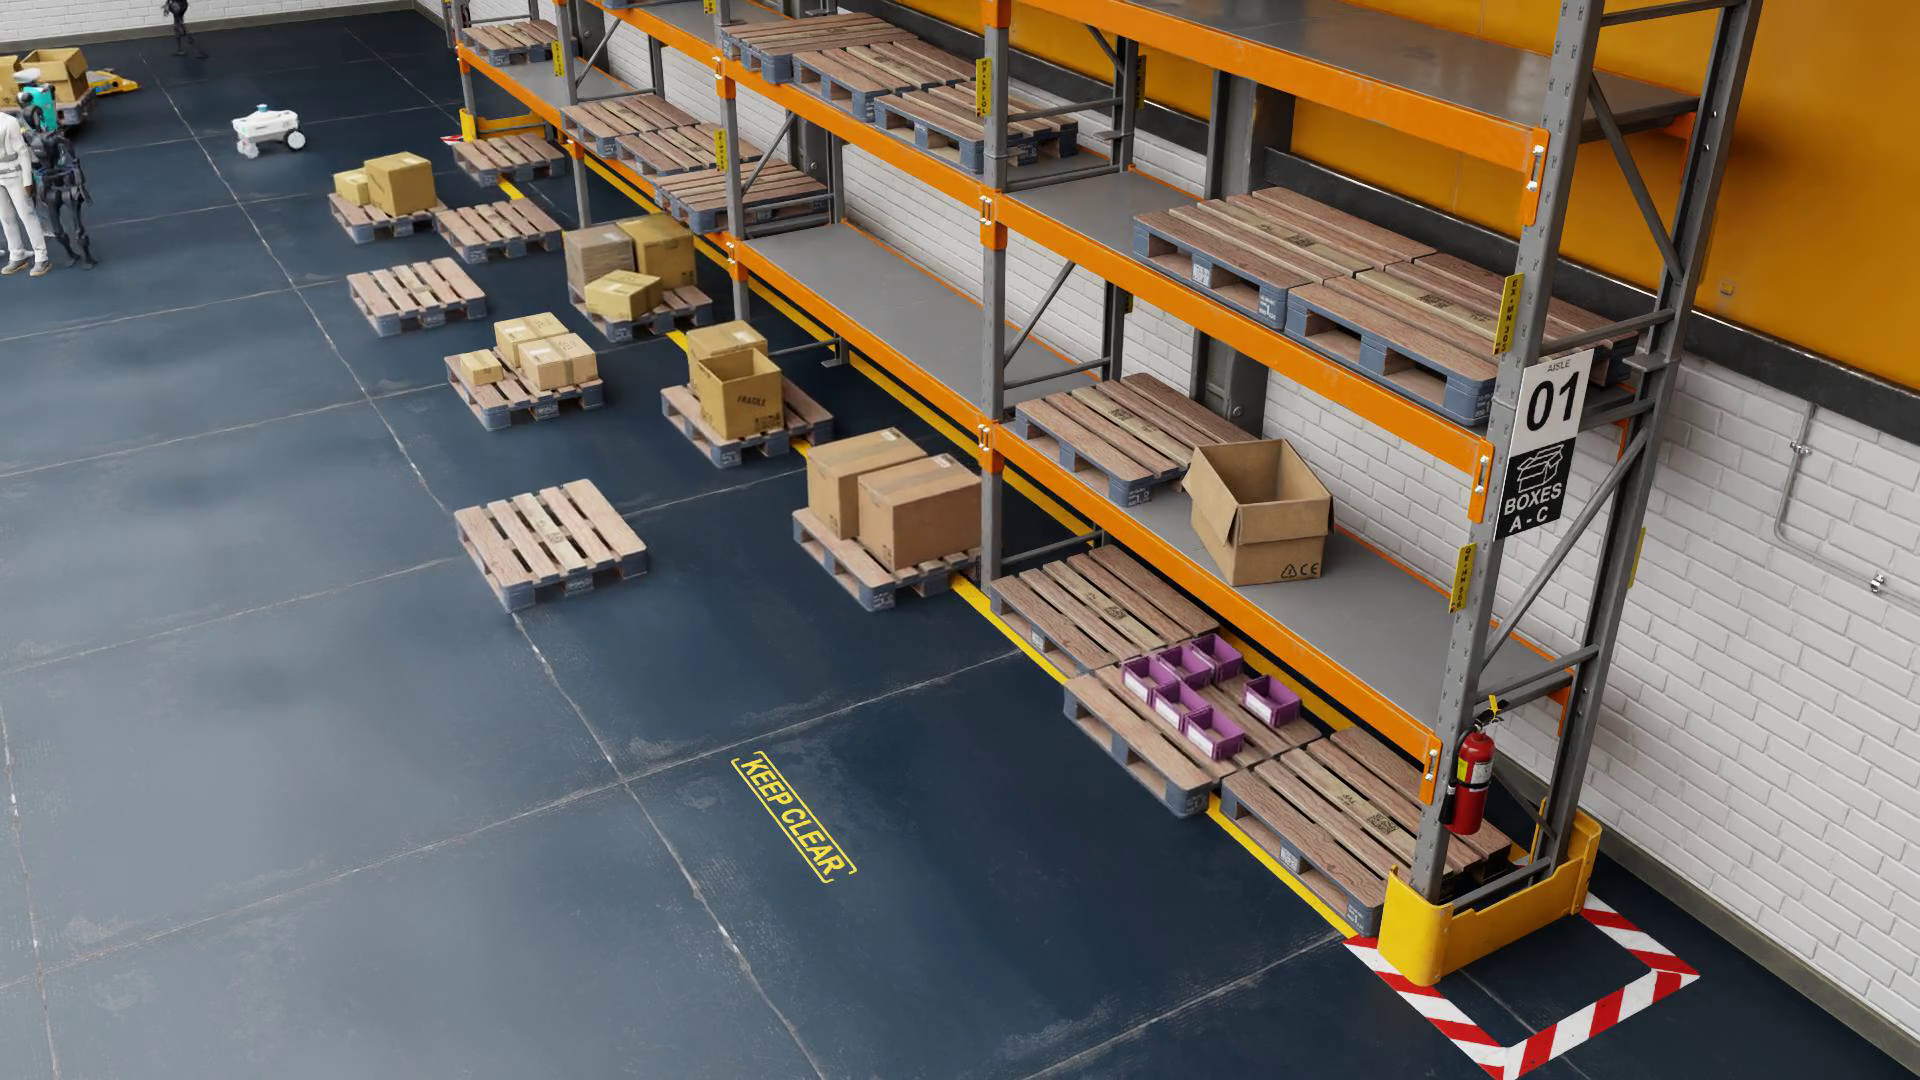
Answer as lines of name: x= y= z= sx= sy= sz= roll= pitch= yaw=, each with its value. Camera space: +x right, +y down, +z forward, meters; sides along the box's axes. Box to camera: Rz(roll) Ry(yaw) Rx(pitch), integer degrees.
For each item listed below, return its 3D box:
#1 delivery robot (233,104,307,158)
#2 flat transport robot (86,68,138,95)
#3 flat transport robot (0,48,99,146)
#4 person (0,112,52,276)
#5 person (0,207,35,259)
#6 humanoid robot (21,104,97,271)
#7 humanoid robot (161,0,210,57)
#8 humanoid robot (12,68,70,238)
delivery robot: x=-8.361 y=-4.957 z=20.085 sx=0.777 sy=0.587 sz=0.499 roll=-23 pitch=37 yaw=-34
flat transport robot: x=-11.890 y=-6.042 z=22.299 sx=0.659 sy=0.231 sz=1.431 roll=20 pitch=35 yaw=32
flat transport robot: x=-11.486 y=-5.184 z=20.784 sx=0.659 sy=0.231 sz=1.431 roll=-6 pitch=30 yaw=-10
person: x=-9.299 y=-3.504 z=16.180 sx=0.582 sy=1.883 sz=0.350 roll=4 pitch=30 yaw=8
person: x=-9.690 y=-3.586 z=16.509 sx=0.482 sy=1.700 sz=0.368 roll=0 pitch=30 yaw=0
humanoid robot: x=-8.837 y=-3.466 z=16.331 sx=0.598 sy=1.647 sz=0.328 roll=0 pitch=30 yaw=0
humanoid robot: x=-11.322 y=-7.790 z=24.005 sx=0.680 sy=1.641 sz=0.601 roll=-4 pitch=30 yaw=-6
humanoid robot: x=-9.531 y=-3.910 z=17.101 sx=0.684 sy=1.852 sz=0.546 roll=2 pitch=30 yaw=4
